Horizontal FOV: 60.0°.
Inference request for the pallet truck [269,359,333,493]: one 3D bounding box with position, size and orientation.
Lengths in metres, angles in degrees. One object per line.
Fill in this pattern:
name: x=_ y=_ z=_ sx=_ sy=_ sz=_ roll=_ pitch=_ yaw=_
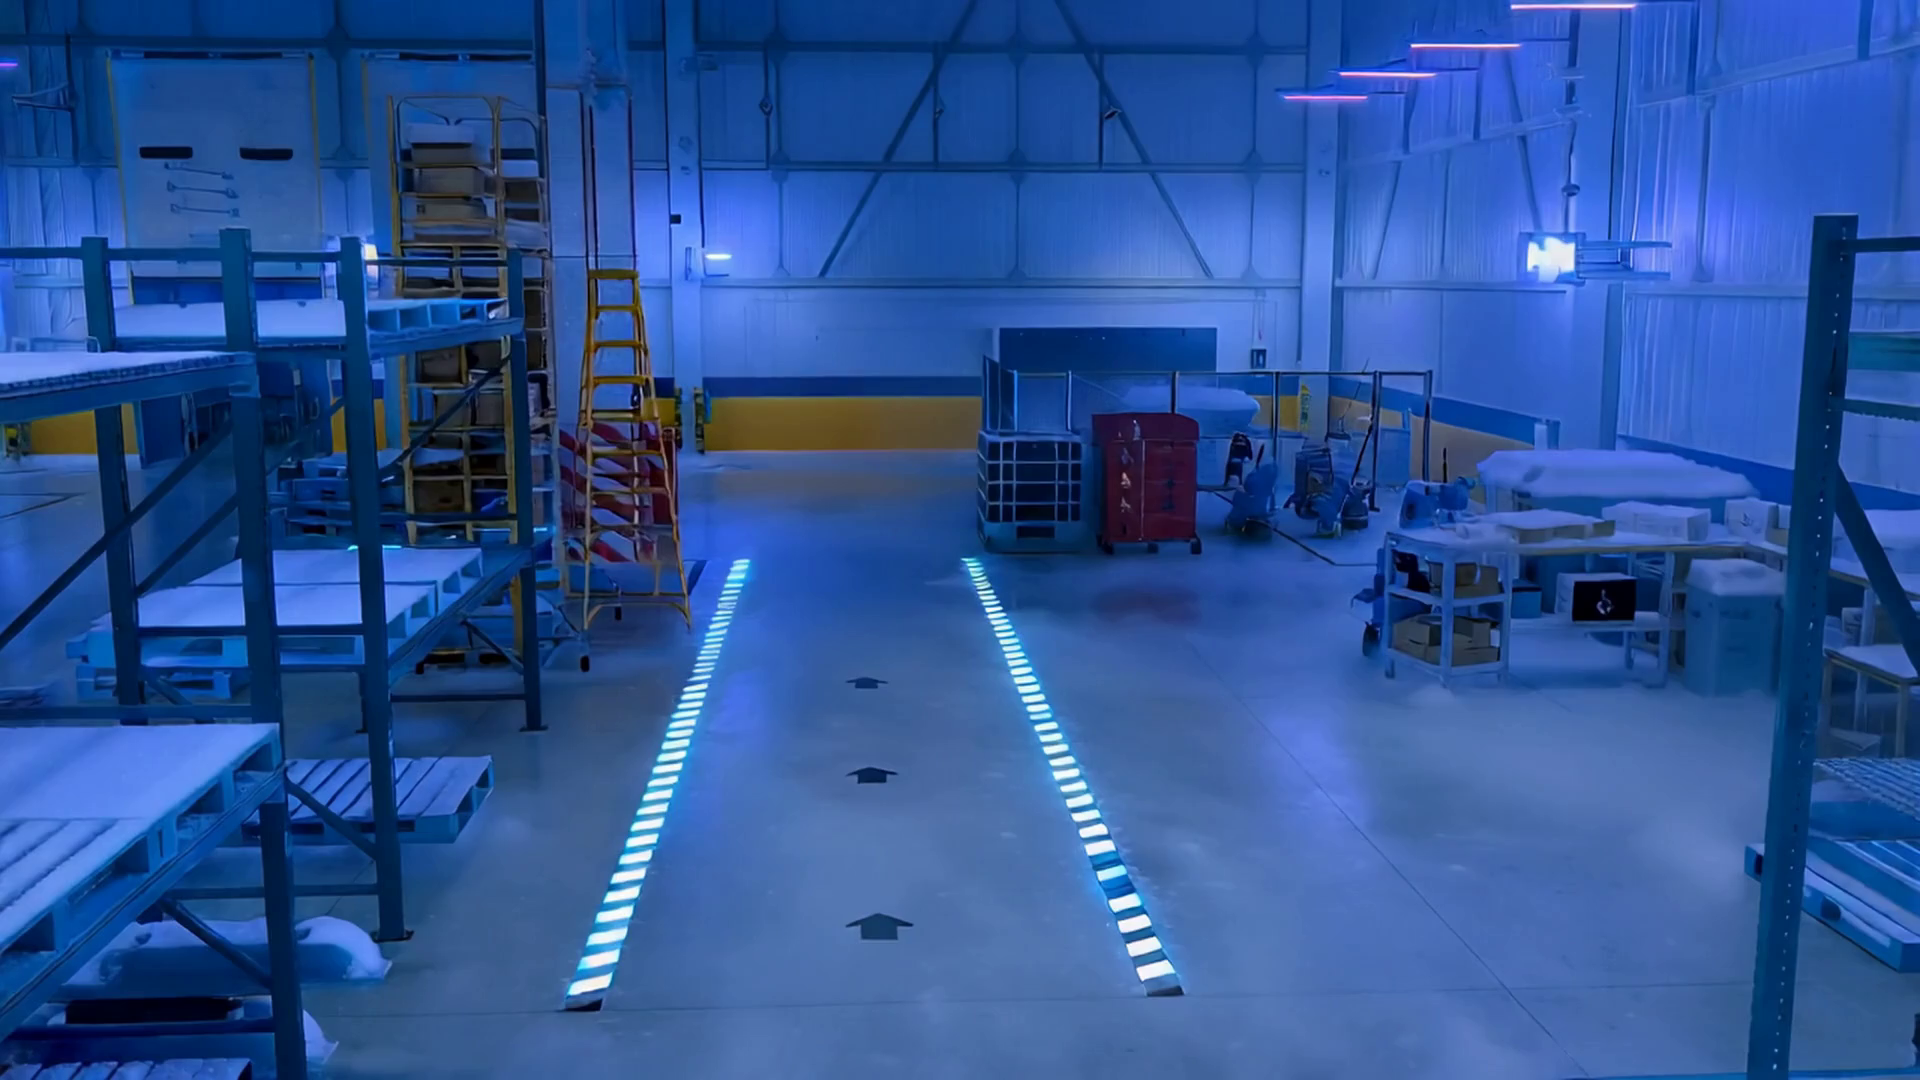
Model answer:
pallet truck: x=-7.062 y=-1.131 z=18.996 sx=1.885 sy=1.965 sz=0.823 roll=2 pitch=9 yaw=13
